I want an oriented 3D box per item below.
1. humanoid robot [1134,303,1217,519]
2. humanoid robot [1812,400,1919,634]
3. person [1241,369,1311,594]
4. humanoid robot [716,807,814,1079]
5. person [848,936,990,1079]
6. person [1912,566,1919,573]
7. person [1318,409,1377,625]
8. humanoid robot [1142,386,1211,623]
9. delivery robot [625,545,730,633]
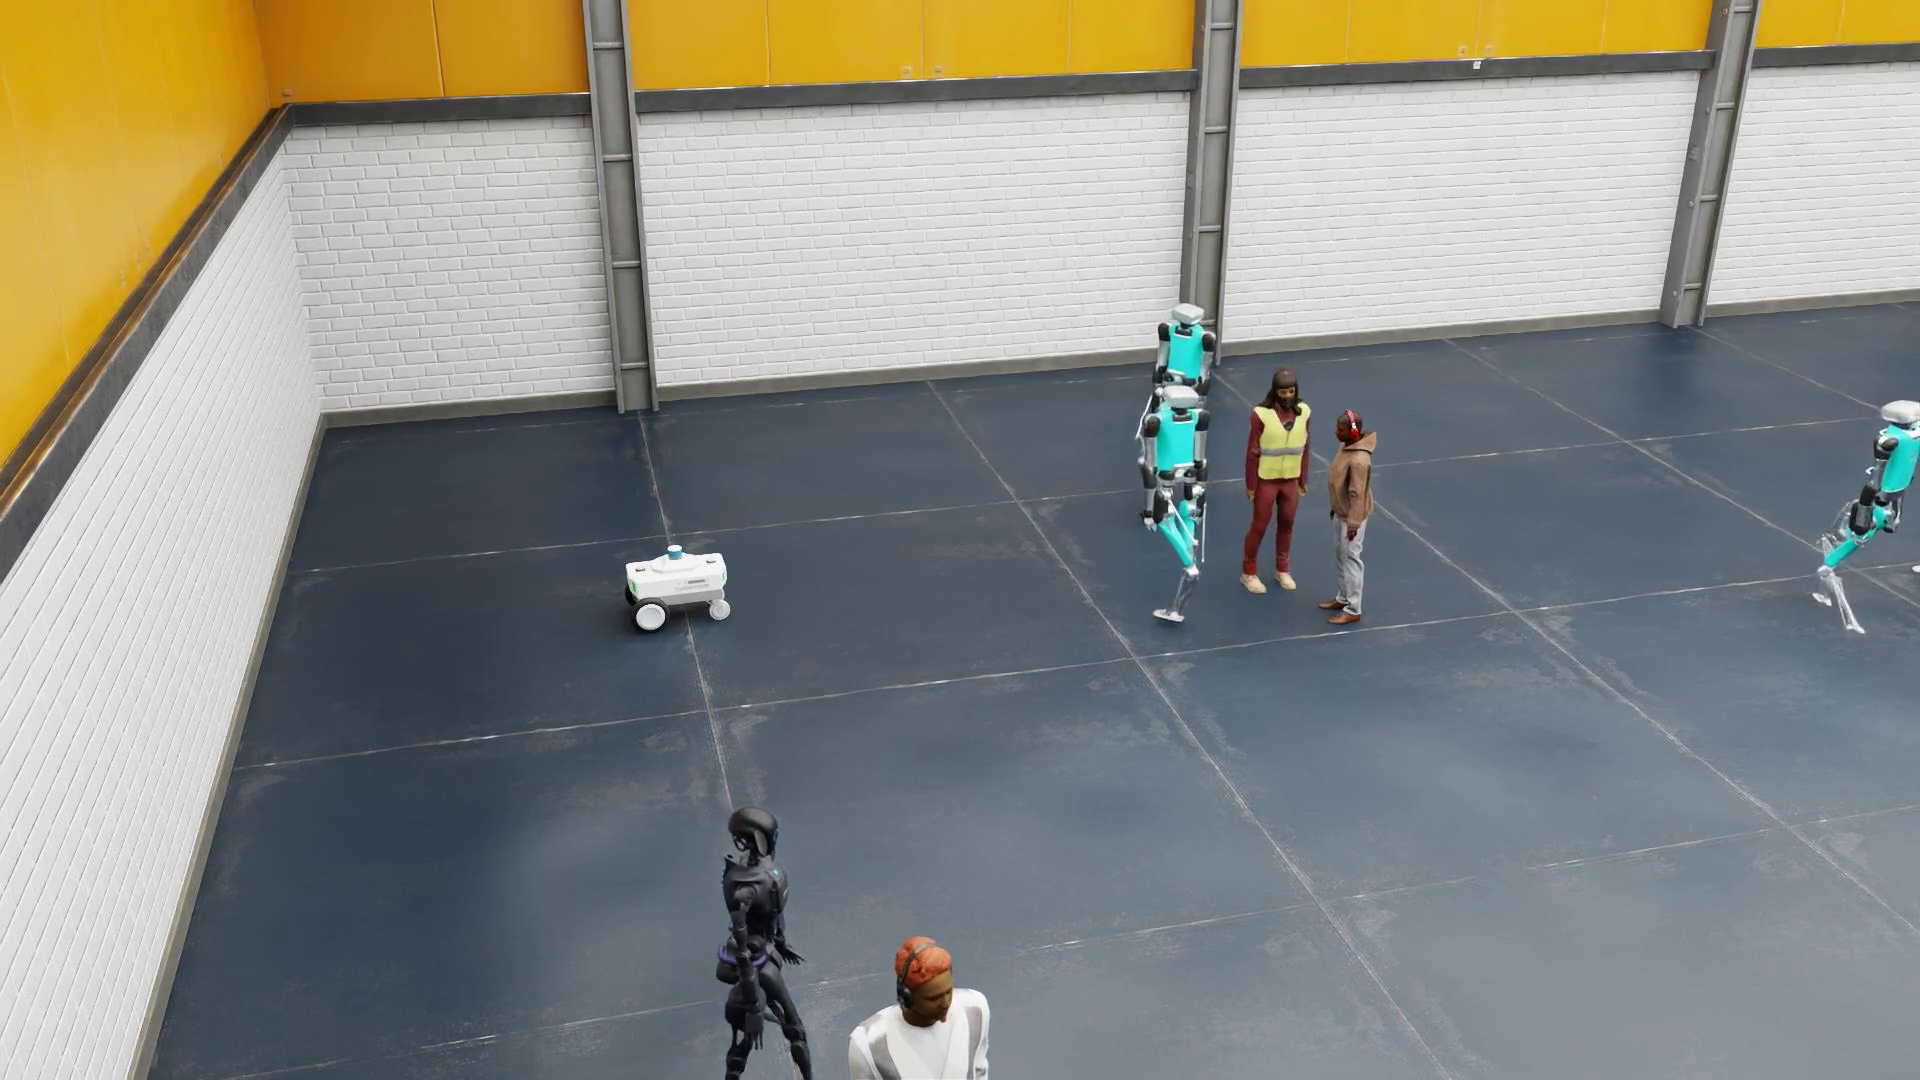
[{"bbox_3d":[1.711,-0.995,13.912,0.553,1.880,0.801,17,29,33],"label":"humanoid robot"},{"bbox_3d":[6.477,-0.223,12.094,0.575,1.791,0.839,-14,27,-29],"label":"humanoid robot"},{"bbox_3d":[2.381,-0.457,12.550,0.496,1.762,0.376,-7,25,-15],"label":"person"},{"bbox_3d":[-0.844,1.896,7.321,0.639,1.638,0.601,3,24,7],"label":"humanoid robot"},{"bbox_3d":[-0.132,2.275,6.191,0.584,1.881,0.344,-13,27,-27],"label":"person"},{"bbox_3d":[7.620,-0.483,12.614,0.338,1.756,0.525,-3,24,-6],"label":"person"},{"bbox_3d":[2.815,-0.169,12.044,0.326,1.640,0.457,-1,24,-2],"label":"person"},{"bbox_3d":[1.648,-0.122,11.949,0.562,1.894,0.774,-11,26,-23],"label":"humanoid robot"},{"bbox_3d":[-2.105,0.340,12.251,0.804,0.610,0.499,-7,25,-15],"label":"delivery robot"}]
